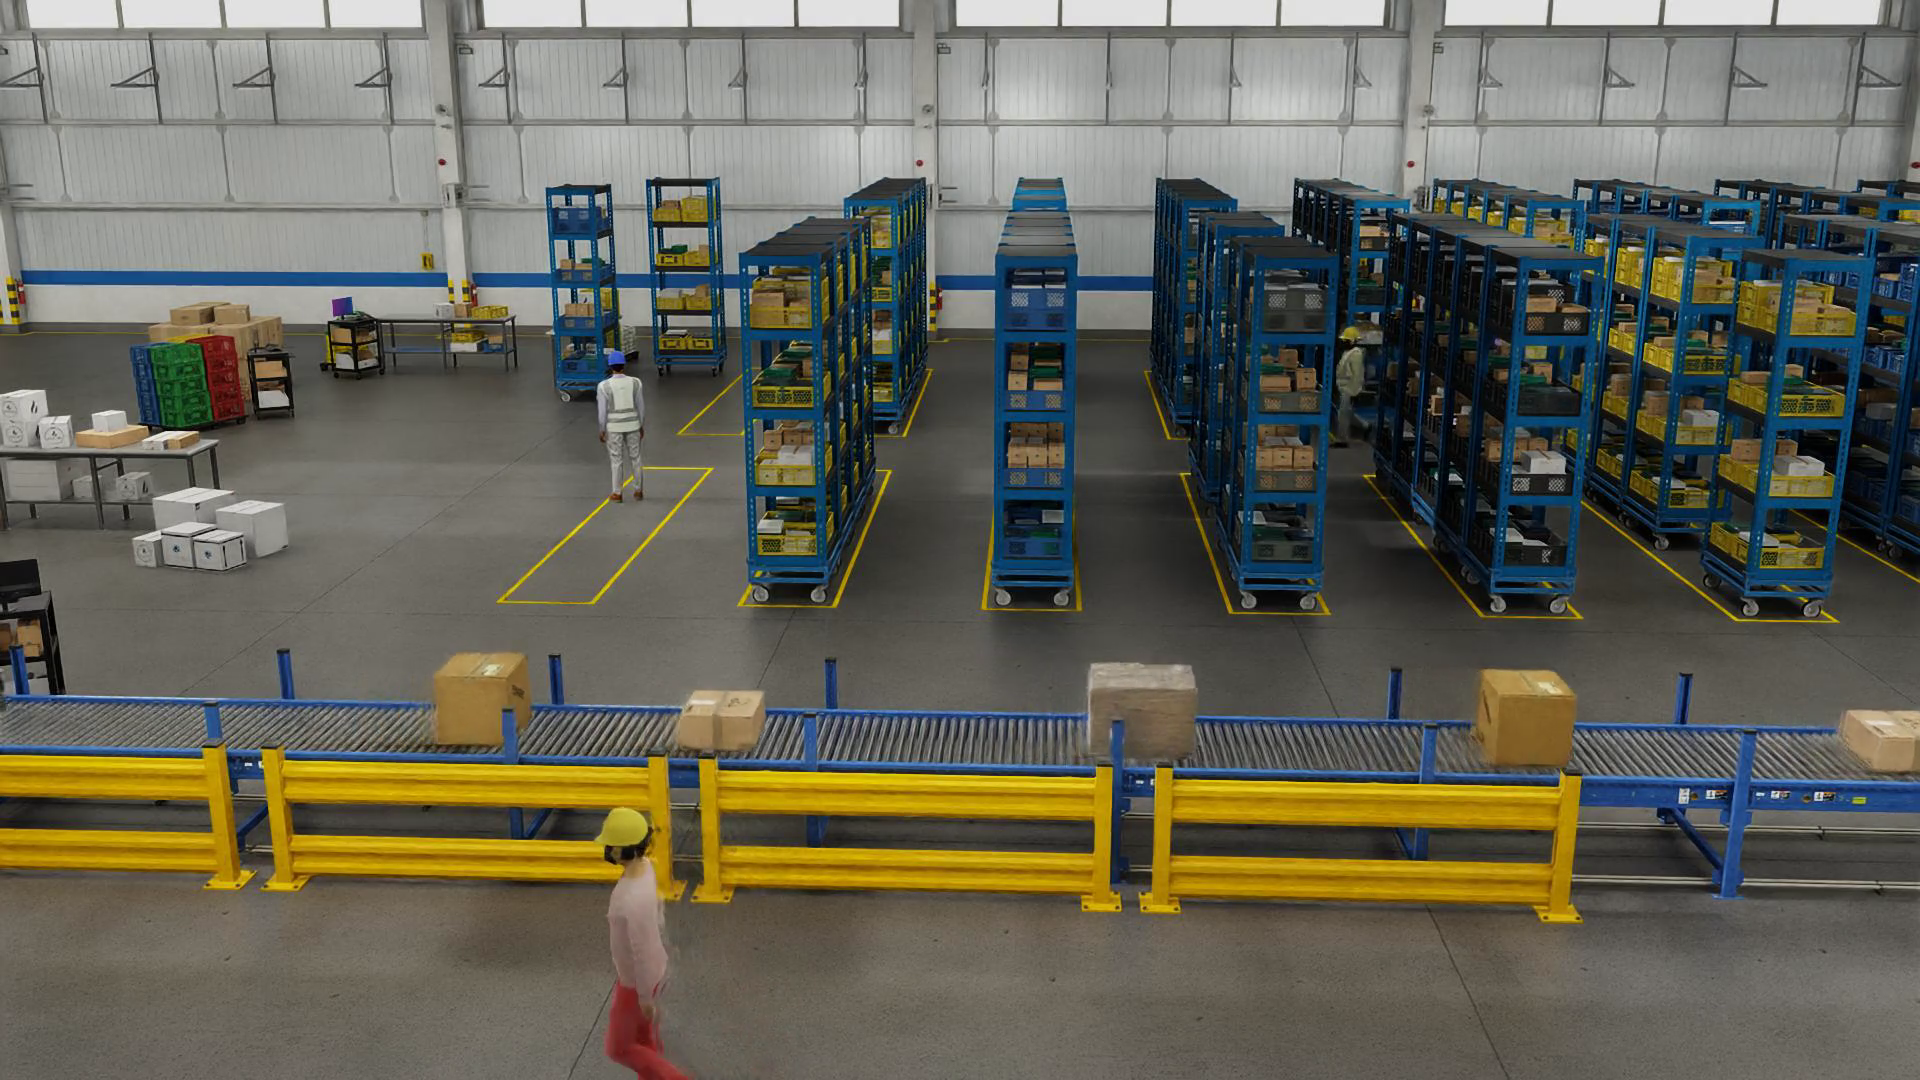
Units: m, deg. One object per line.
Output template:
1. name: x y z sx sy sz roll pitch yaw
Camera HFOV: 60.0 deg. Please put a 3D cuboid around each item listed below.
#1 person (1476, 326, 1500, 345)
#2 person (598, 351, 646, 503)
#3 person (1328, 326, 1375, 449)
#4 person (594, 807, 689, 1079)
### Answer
1. person: 7.833 -2.397 25.080 0.645 1.778 0.956 -4 16 -16
2. person: -4.307 -1.435 21.195 0.603 1.937 0.402 -8 17 -26
3. person: 5.783 -2.232 24.401 0.628 1.816 0.600 0 15 2
4. person: -1.582 2.143 8.265 0.431 1.754 0.530 -1 15 -5
